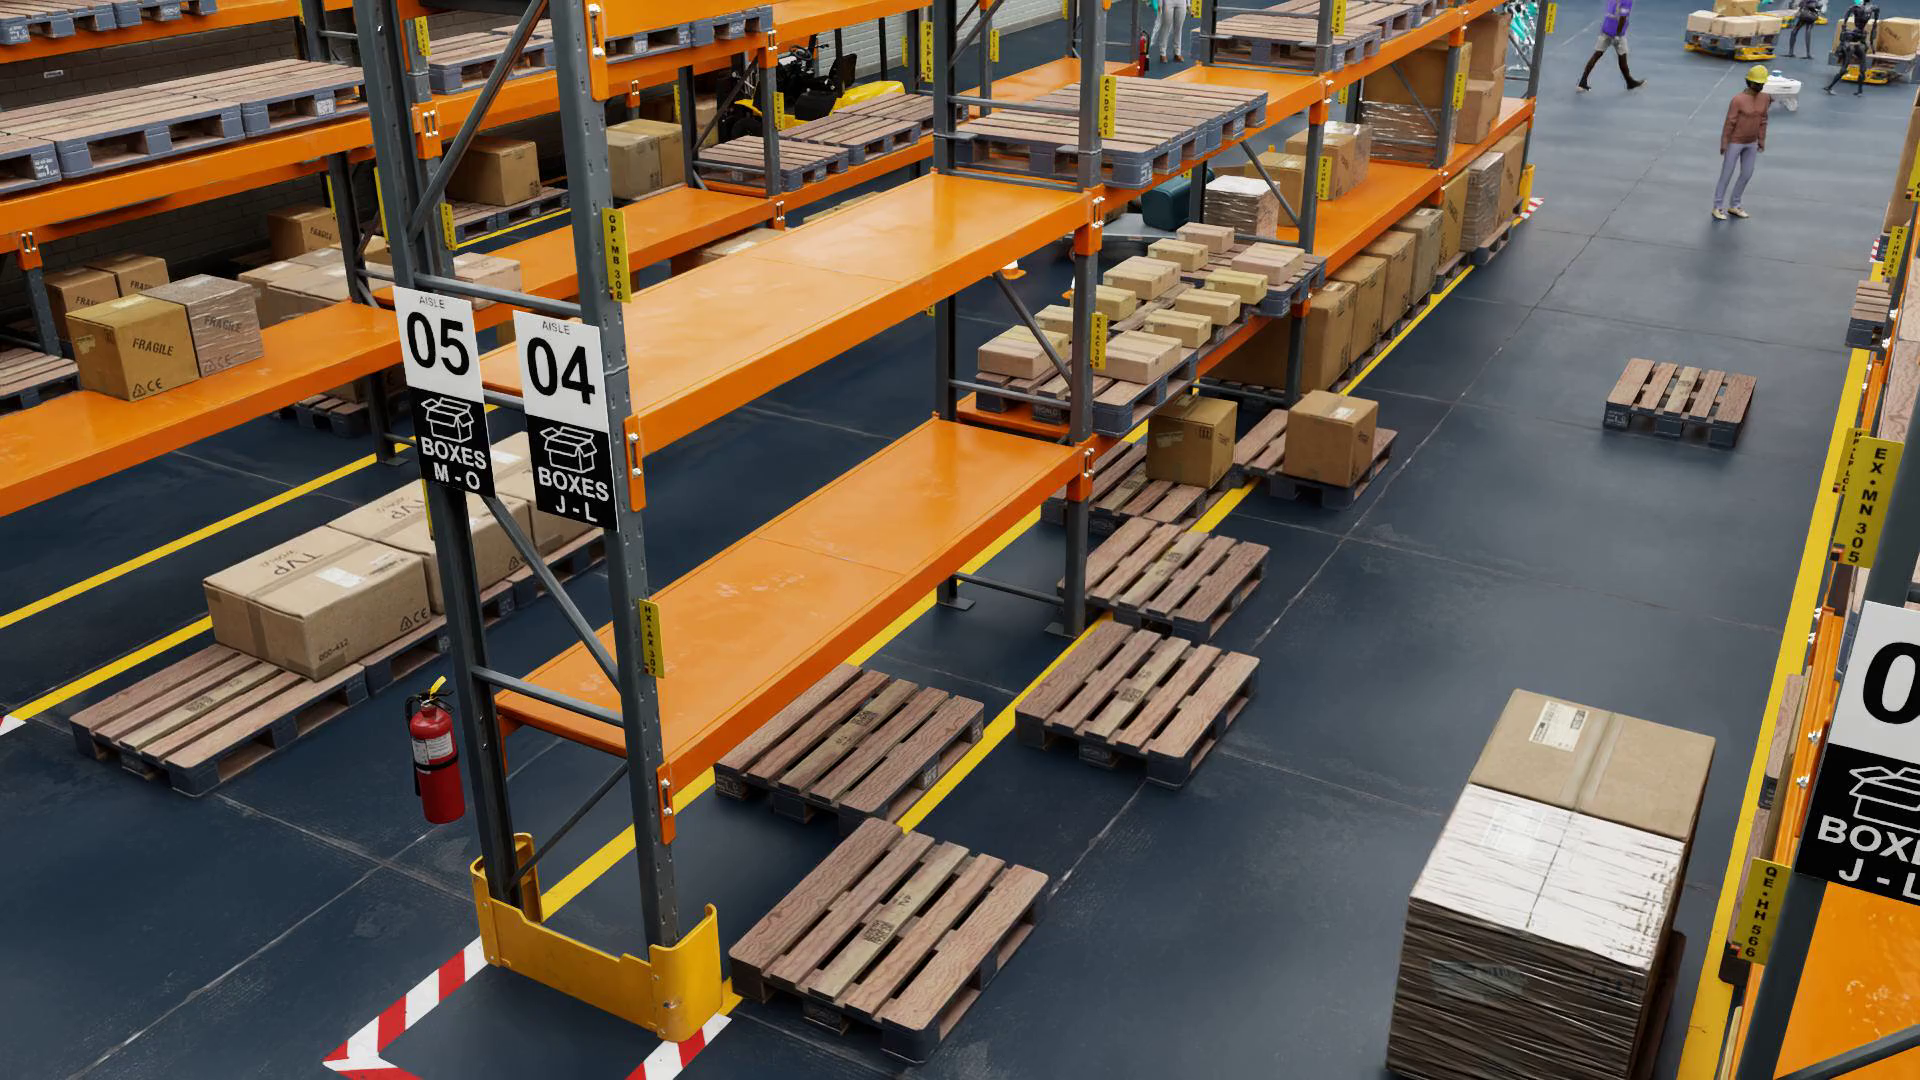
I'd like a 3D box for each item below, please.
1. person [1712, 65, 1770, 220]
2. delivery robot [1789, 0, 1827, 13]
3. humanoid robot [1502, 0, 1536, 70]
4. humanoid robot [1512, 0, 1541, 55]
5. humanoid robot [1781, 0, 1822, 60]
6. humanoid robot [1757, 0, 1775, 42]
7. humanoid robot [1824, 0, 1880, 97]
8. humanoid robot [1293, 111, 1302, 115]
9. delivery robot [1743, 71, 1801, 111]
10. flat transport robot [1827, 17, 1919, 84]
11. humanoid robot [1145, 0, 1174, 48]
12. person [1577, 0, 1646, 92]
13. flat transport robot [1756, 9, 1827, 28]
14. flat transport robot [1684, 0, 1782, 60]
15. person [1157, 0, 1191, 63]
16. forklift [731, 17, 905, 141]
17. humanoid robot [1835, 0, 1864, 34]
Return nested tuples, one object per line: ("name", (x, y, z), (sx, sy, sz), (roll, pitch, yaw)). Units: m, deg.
("person", (8.990, -4.559, 19.100), (0.541, 1.756, 0.359), (-7, 27, -15))
("delivery robot", (17.327, -11.001, 33.875), (0.779, 0.598, 0.499), (-16, 30, -29))
("humanoid robot", (9.374, -8.711, 27.782), (0.537, 1.787, 0.818), (-17, 31, -32))
("humanoid robot", (9.900, -9.341, 29.190), (0.536, 1.864, 0.801), (-5, 26, -11))
("humanoid robot", (14.702, -9.175, 28.798), (0.622, 1.632, 0.448), (-18, 31, -33))
("humanoid robot", (14.574, -9.936, 30.294), (0.532, 1.760, 0.770), (-20, 32, -36))
("humanoid robot", (13.913, -7.741, 25.822), (0.608, 1.632, 0.429), (-1, 26, -3))
("humanoid robot", (4.720, -6.944, 24.218), (0.797, 1.614, 0.618), (-4, 26, -9))
("delivery robot", (12.221, -6.761, 25.058), (0.771, 0.592, 0.499), (0, 26, 1))
("flat transport robot", (15.059, -7.727, 27.398), (0.659, 0.231, 1.431), (22, 33, 38))
("humanoid robot", (3.642, -9.767, 29.959), (0.532, 1.779, 0.748), (22, 33, 38))
("person", (10.293, -7.977, 26.044), (1.083, 1.897, 0.627), (-6, 26, -11))
("flat transport robot", (16.205, -10.194, 32.525), (1.431, 0.231, 0.659), (-13, 28, -24))
("flat transport robot", (13.560, -8.675, 29.367), (0.659, 0.231, 1.431), (-11, 28, -22))
("person", (3.669, -9.187, 28.509), (0.634, 1.939, 0.367), (-7, 26, -14))
("forklift", (-1.819, -5.975, 21.543), (2.313, 2.155, 1.214), (14, 29, 26))
("humanoid robot", (16.886, -10.399, 31.200), (0.678, 1.752, 0.545), (4, 26, 9))
